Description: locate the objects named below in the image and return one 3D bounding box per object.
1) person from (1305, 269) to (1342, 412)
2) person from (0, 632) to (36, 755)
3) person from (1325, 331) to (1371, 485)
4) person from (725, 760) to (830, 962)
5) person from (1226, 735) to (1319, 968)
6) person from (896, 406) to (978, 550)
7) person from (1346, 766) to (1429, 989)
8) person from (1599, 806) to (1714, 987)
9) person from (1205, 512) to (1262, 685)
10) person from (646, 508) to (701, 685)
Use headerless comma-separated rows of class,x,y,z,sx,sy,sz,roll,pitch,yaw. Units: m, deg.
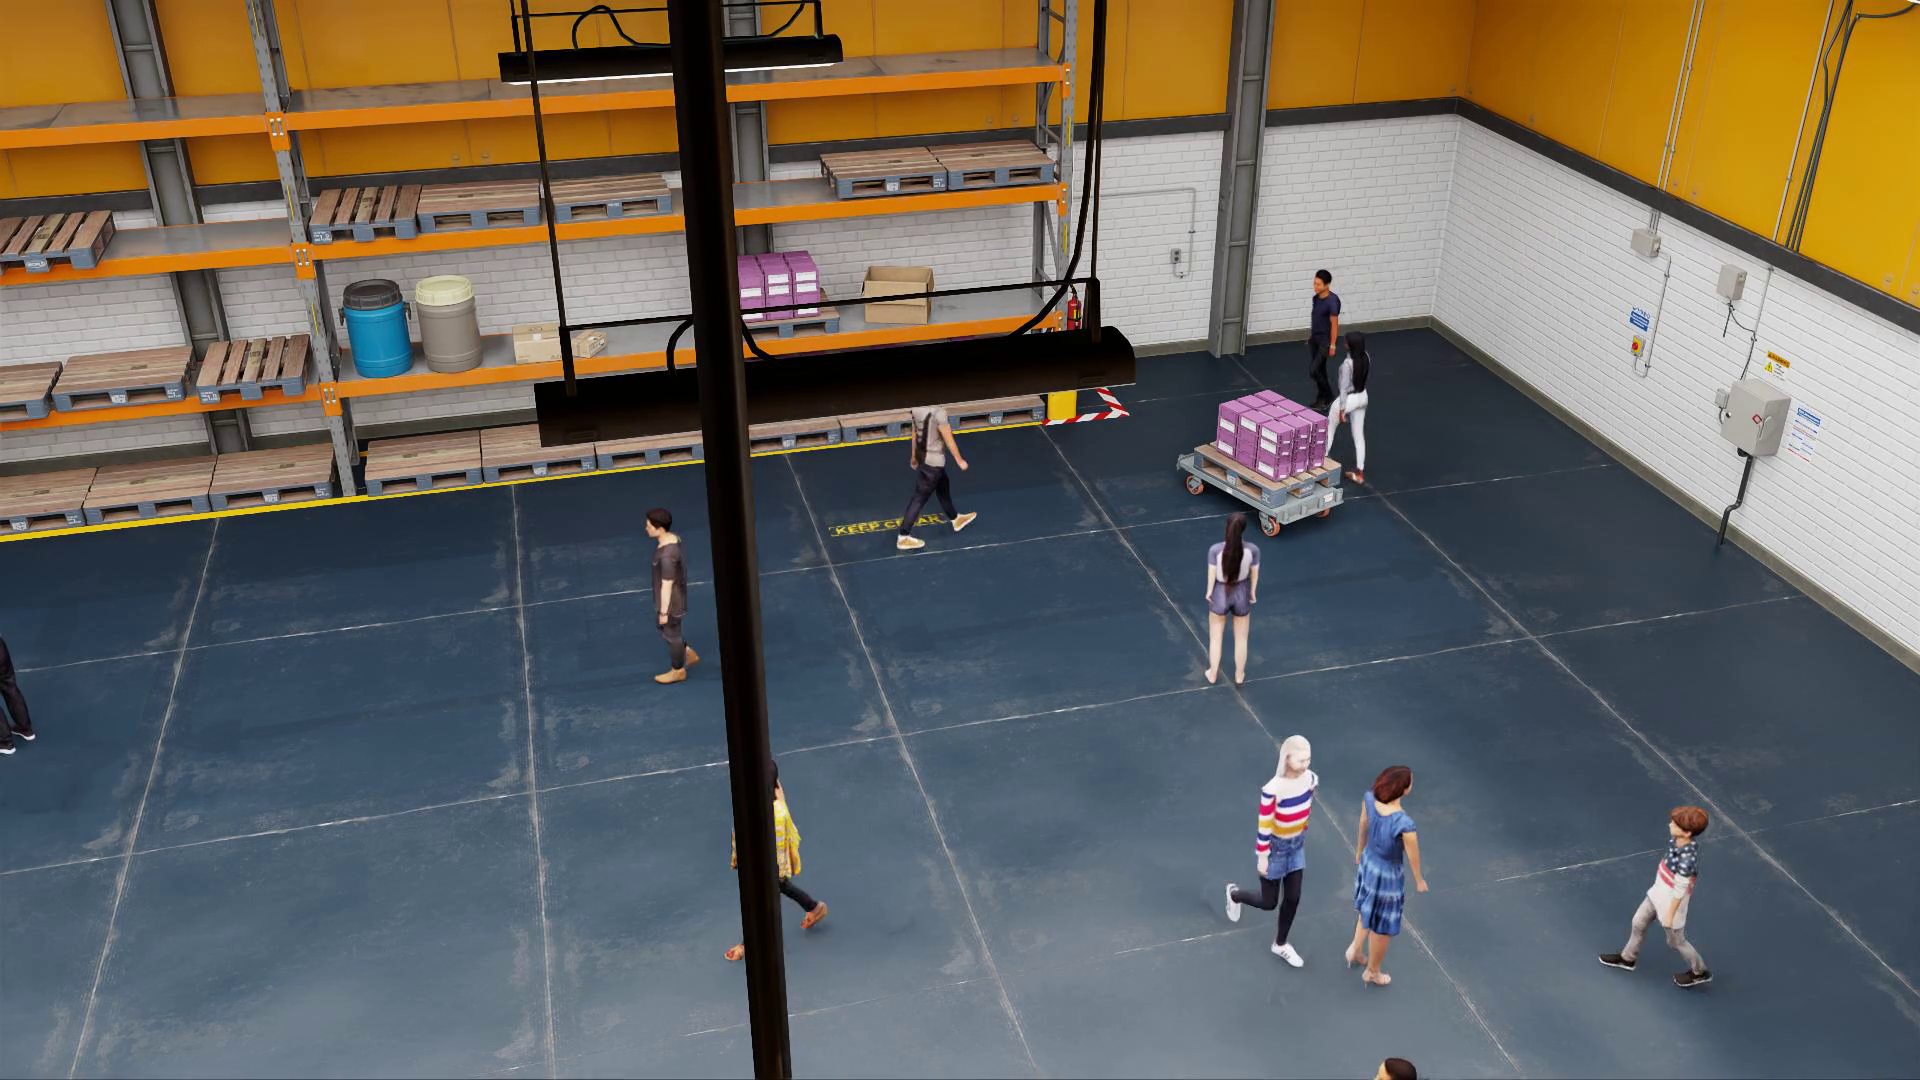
person,4.315,-2.325,19.411,0.640,1.763,0.692,-9,30,-15
person,-7.902,0.924,13.476,0.671,1.744,0.649,9,30,16
person,4.244,-1.392,17.777,1.020,1.690,0.905,-16,32,-27
person,-1.255,2.135,11.380,0.976,1.624,0.691,-8,30,-14
person,2.129,2.068,11.329,0.961,1.792,0.881,-17,33,-28
person,-0.367,-0.744,16.434,1.280,1.839,0.873,-15,32,-25
person,2.743,2.265,10.960,0.683,1.798,0.708,-12,31,-21
person,4.817,2.401,11.113,1.010,1.412,0.815,6,29,11
person,2.337,0.506,14.339,0.549,1.650,0.710,1,29,2
person,-2.436,0.474,14.342,0.674,1.704,0.682,-3,29,-5
